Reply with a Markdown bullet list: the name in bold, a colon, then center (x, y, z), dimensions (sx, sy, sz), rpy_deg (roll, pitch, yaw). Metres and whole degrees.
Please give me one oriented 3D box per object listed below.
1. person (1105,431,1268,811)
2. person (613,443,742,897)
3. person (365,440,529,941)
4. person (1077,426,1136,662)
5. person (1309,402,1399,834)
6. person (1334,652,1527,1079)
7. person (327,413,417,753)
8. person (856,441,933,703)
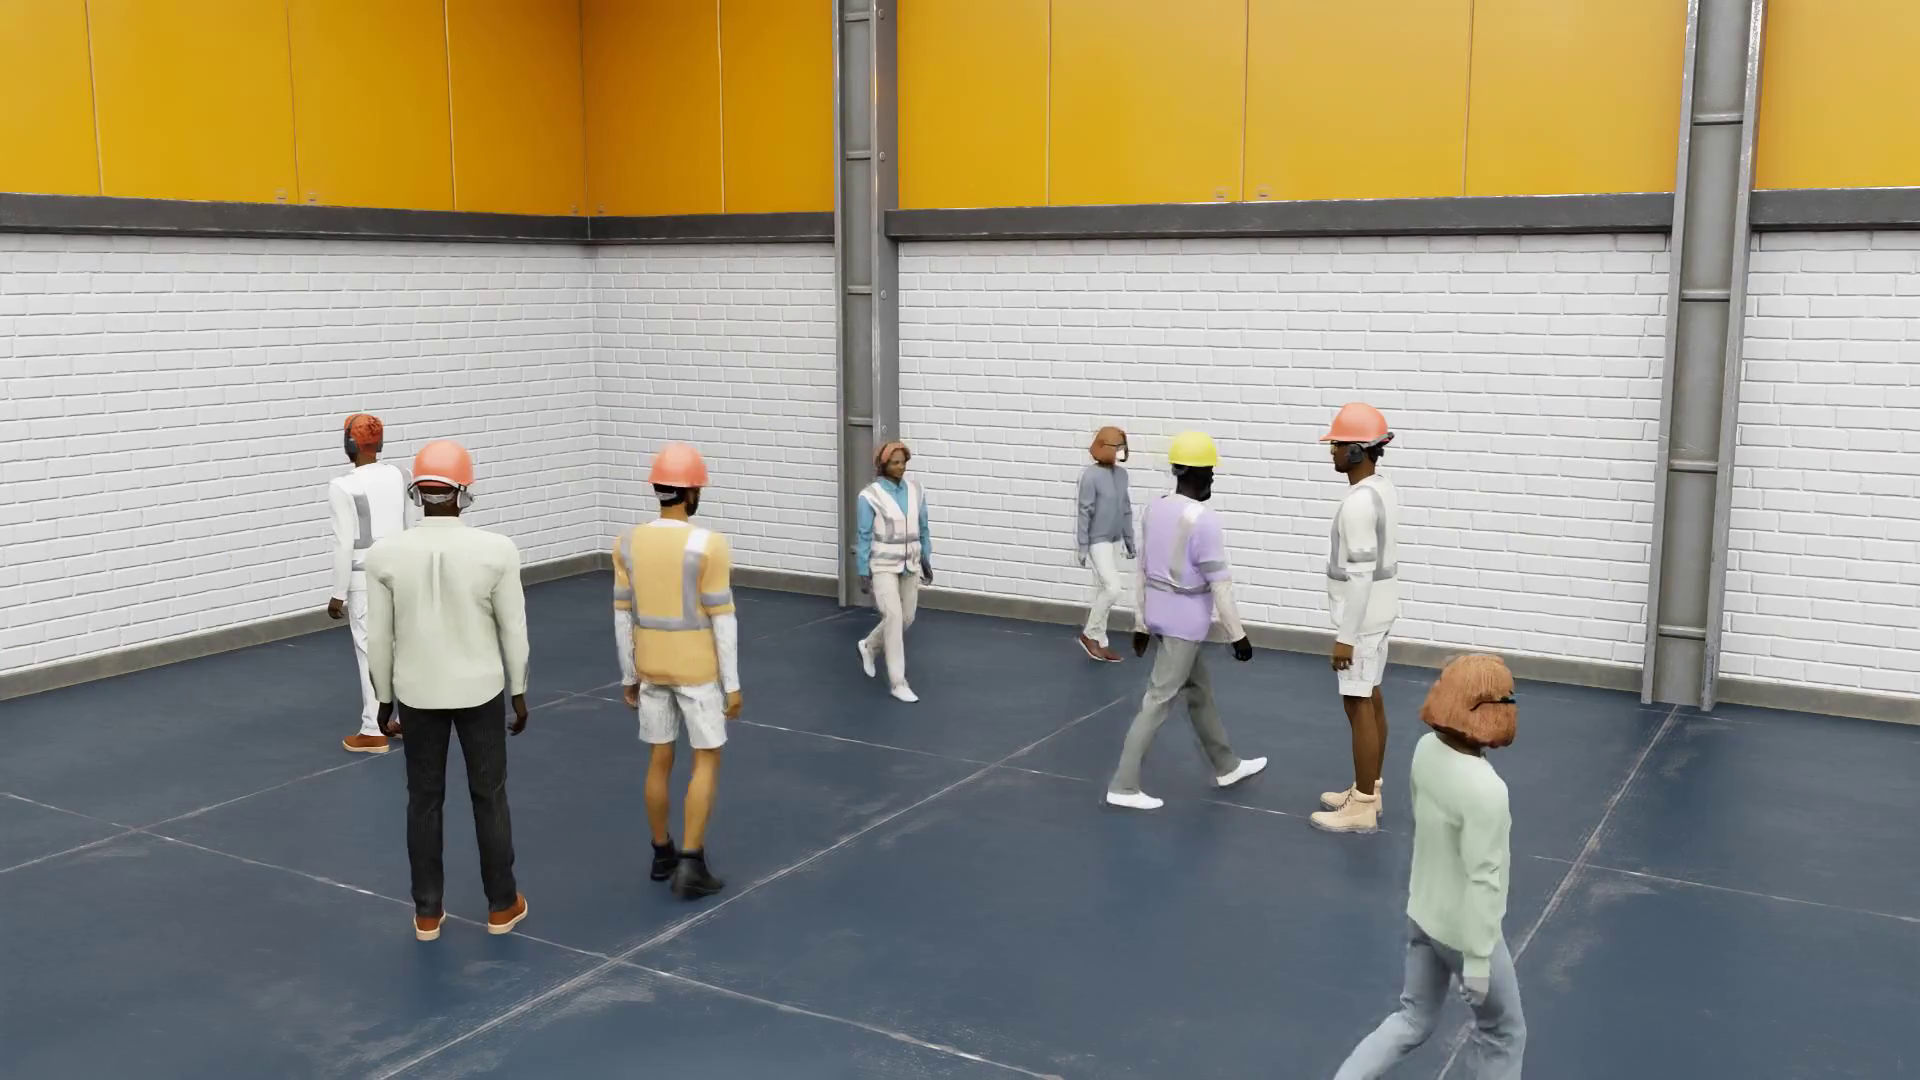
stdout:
- **person**: center (1.138, 0.398, 8.265), dimensions (1.002, 1.873, 0.595), rpy_deg (-3, 10, -19)
- **person**: center (-1.225, 0.561, 7.119), dimensions (0.572, 1.930, 0.509), rpy_deg (4, 10, 22)
- **person**: center (-2.029, 0.597, 6.639), dimensions (0.614, 1.993, 0.395), rpy_deg (-1, 9, -8)
- **person**: center (1.013, 0.035, 11.280), dimensions (0.349, 1.616, 0.525), rpy_deg (7, 11, 36)
- **person**: center (1.874, 0.371, 7.895), dimensions (0.387, 2.045, 0.605), rpy_deg (4, 10, 25)
- **person**: center (1.356, 1.097, 4.727), dimensions (0.769, 1.602, 0.507), rpy_deg (-2, 9, -10)
- **person**: center (-3.249, 0.238, 9.225), dimensions (0.353, 1.883, 0.572), rpy_deg (5, 10, 29)
- **person**: center (-0.461, 0.168, 10.466), dimensions (0.515, 1.619, 0.691), rpy_deg (-8, 12, -41)
